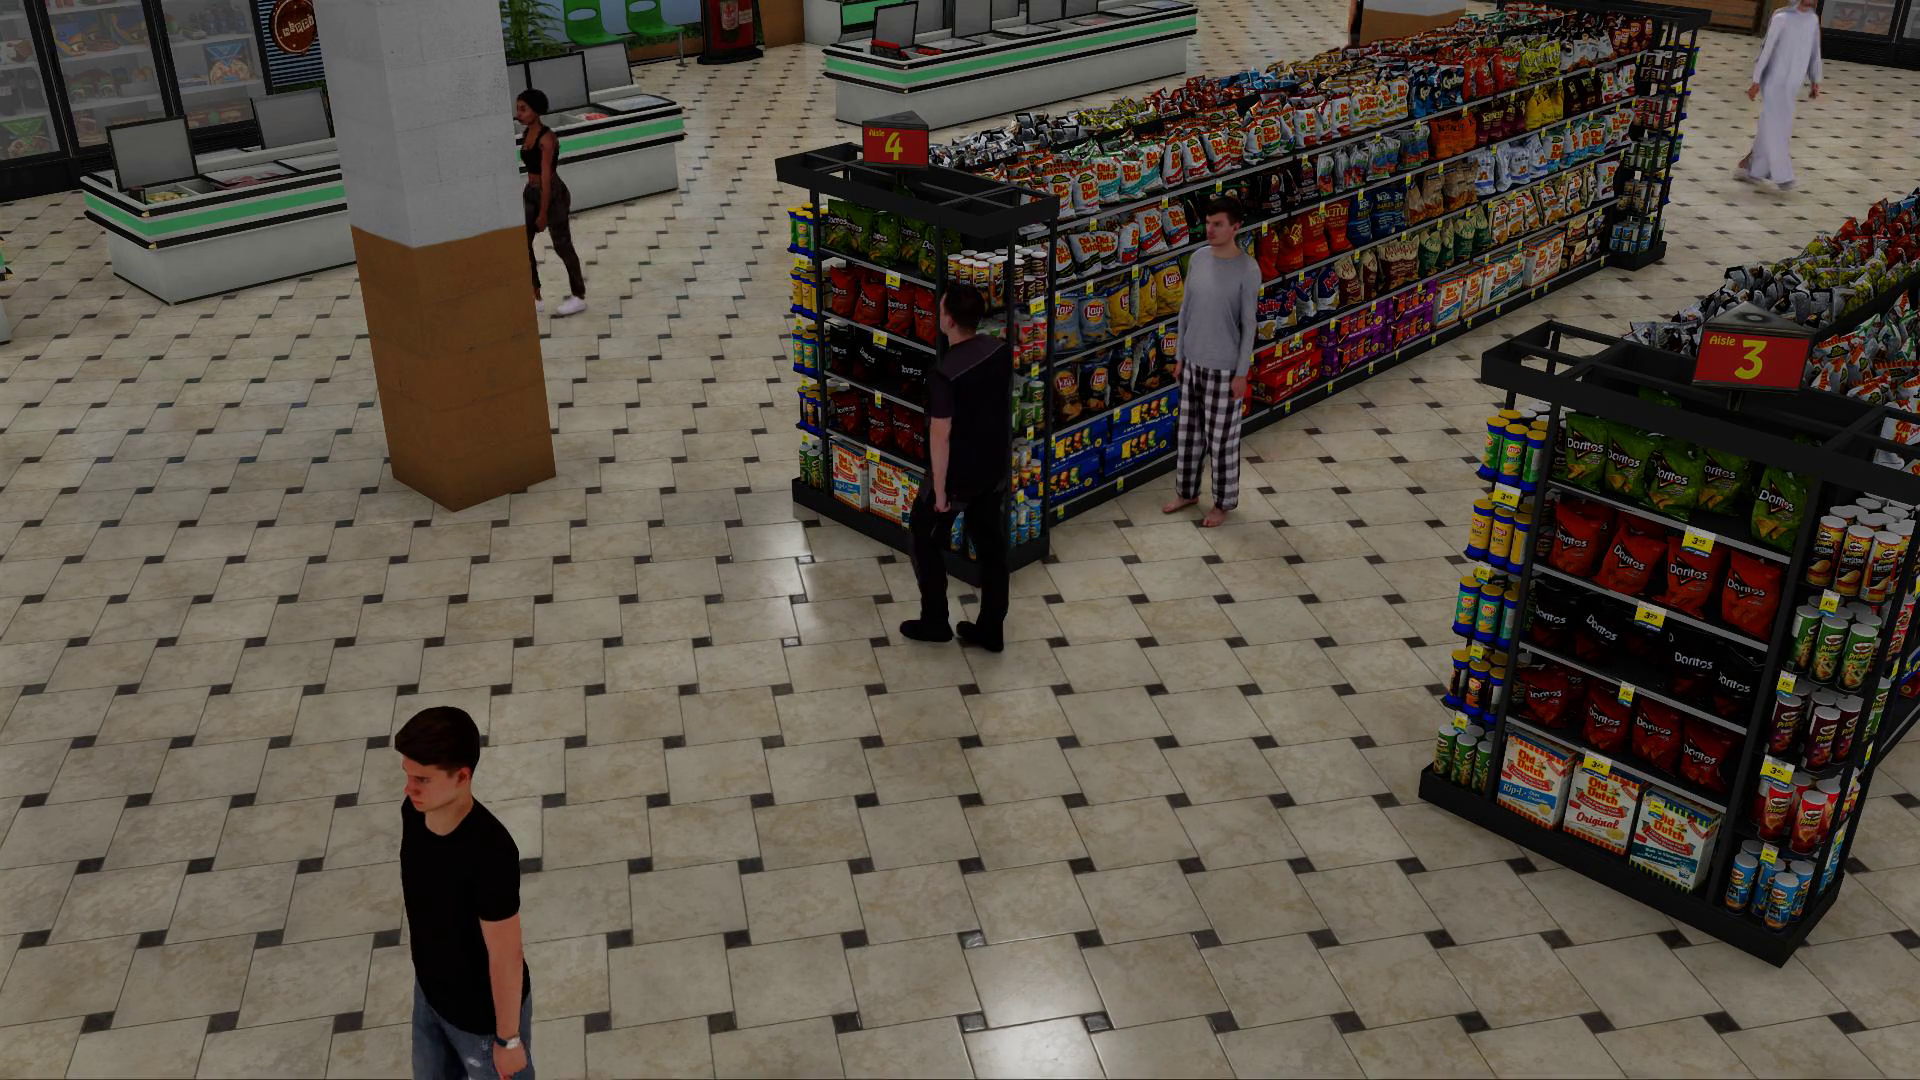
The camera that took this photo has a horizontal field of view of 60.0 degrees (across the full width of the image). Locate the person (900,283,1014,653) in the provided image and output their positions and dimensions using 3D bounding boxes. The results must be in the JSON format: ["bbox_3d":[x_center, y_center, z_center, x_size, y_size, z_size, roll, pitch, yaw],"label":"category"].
[{"bbox_3d":[0.093,-0.283,7.780,0.757,1.830,0.633,24,36,39],"label":"person"}]

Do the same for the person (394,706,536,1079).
[{"bbox_3d":[-1.308,1.261,4.744,0.672,1.822,1.067,24,35,38],"label":"person"}]

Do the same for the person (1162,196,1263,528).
[{"bbox_3d":[1.395,-0.981,9.138,0.623,1.847,0.529,23,35,37],"label":"person"}]

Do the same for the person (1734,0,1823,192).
[{"bbox_3d":[7.614,-4.260,15.559,1.241,1.888,1.086,-11,29,-20],"label":"person"}]

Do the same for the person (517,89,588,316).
[{"bbox_3d":[-2.968,-2.477,12.278,0.578,1.675,0.763,23,35,37],"label":"person"}]
